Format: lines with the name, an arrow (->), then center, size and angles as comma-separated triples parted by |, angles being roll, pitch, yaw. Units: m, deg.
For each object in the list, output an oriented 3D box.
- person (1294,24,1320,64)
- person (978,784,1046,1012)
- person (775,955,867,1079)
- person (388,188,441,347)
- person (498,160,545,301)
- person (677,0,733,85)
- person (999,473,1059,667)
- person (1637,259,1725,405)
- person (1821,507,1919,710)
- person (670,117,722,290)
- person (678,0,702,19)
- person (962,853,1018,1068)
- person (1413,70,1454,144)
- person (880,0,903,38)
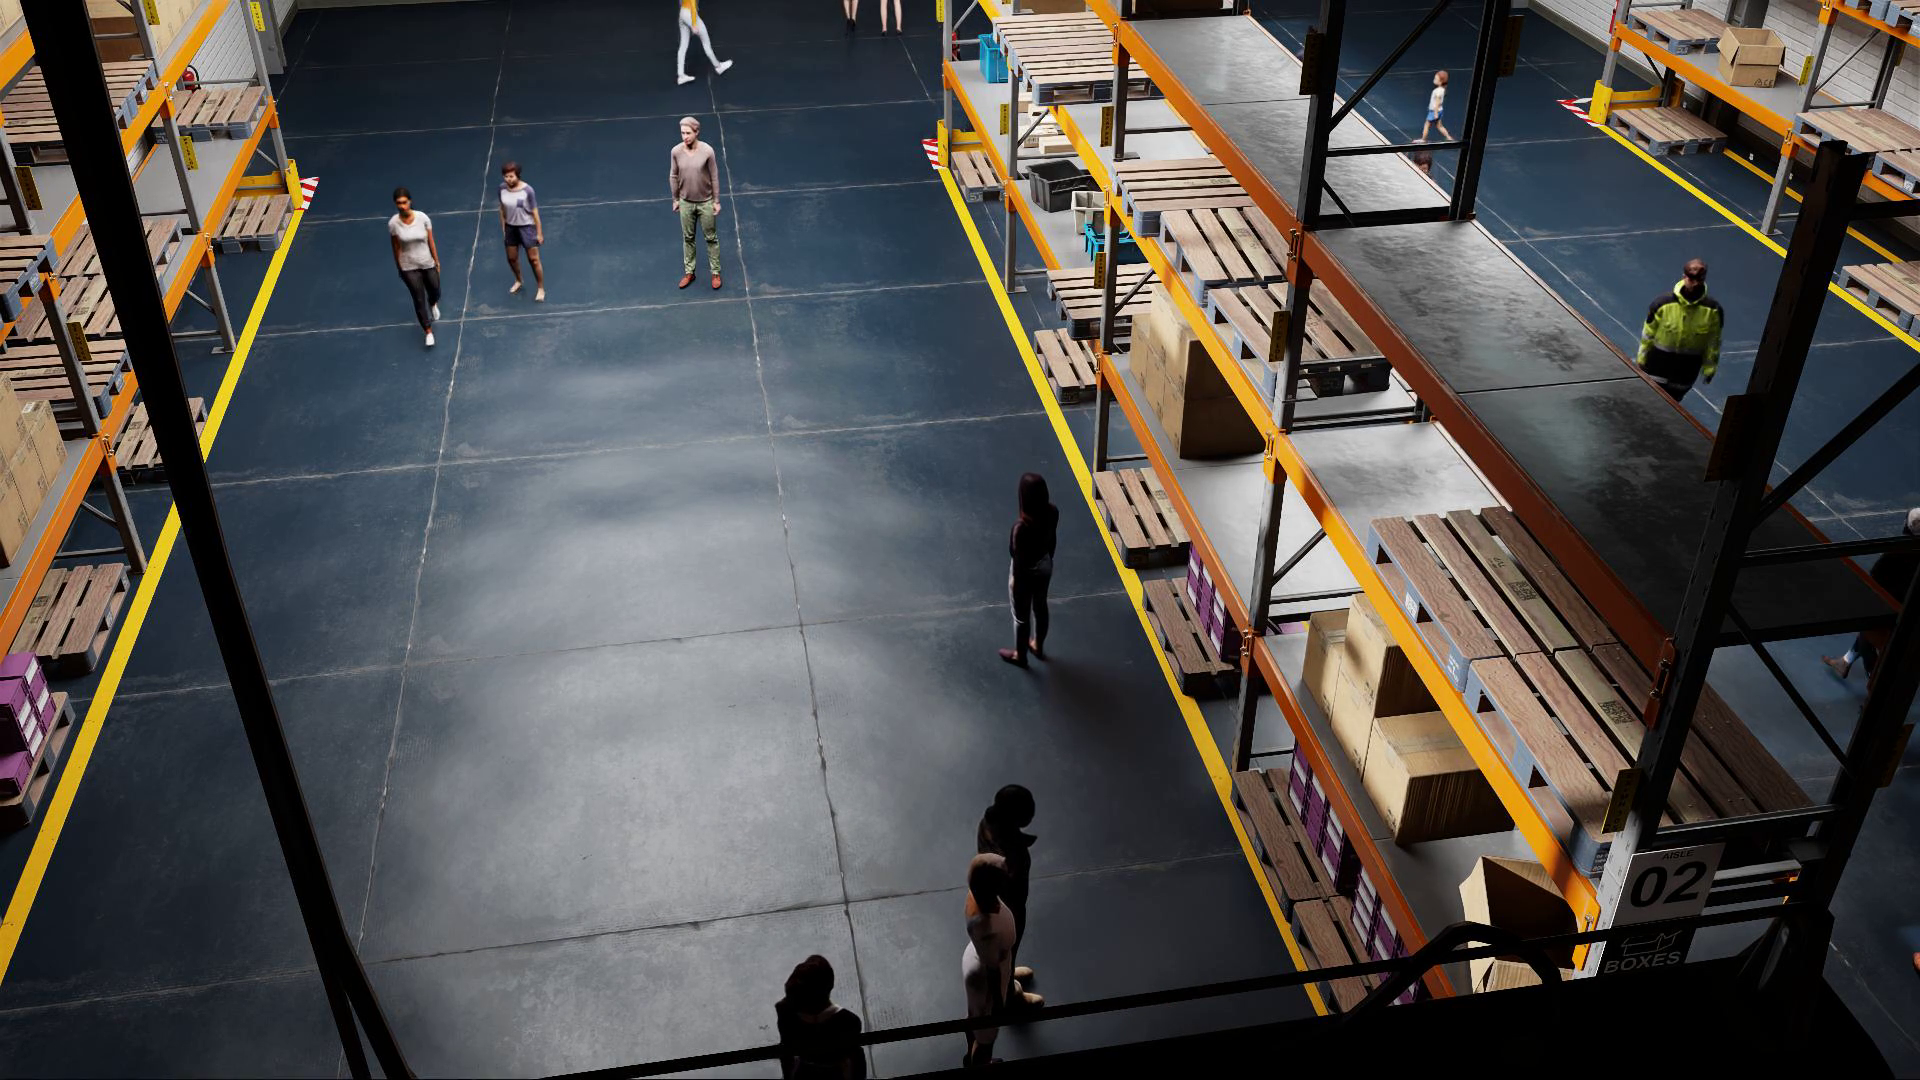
person -> 4.273, -5.429, 20.501 | 0.813, 1.862, 0.773 | -14, 36, -20
person -> 0.240, 2.043, 9.442 | 0.663, 1.660, 0.590 | 8, 34, 12
person -> -0.680, 2.747, 8.260 | 0.630, 1.795, 0.596 | 6, 34, 8
person -> -5.455, -2.788, 16.734 | 0.659, 1.633, 0.913 | -11, 35, -16
person -> -4.647, -3.309, 17.588 | 0.737, 1.556, 0.723 | 6, 34, 9
person -> -3.875, -7.261, 23.397 | 1.040, 1.707, 1.141 | -24, 40, -31
person -> 0.514, 0.217, 12.235 | 0.731, 1.609, 0.691 | 27, 42, 34
person -> 6.294, -1.605, 14.677 | 1.019, 1.940, 1.209 | 5, 34, 7
person -> 6.592, 0.510, 11.796 | 0.708, 1.606, 1.022 | -11, 35, -16
person -> -2.804, -3.608, 17.753 | 0.741, 1.871, 0.682 | 3, 34, 5
person -> -4.304, -8.954, 25.934 | 0.593, 1.719, 0.517 | -4, 34, -6
person -> 0.141, 2.336, 8.920 | 0.622, 1.750, 0.434 | -5, 34, -7
person -> 6.189, -5.548, 21.453 | 0.709, 1.005, 0.706 | 14, 36, 21
person -> -1.080, -8.604, 25.306 | 0.607, 1.829, 0.529 | -2, 34, -4
